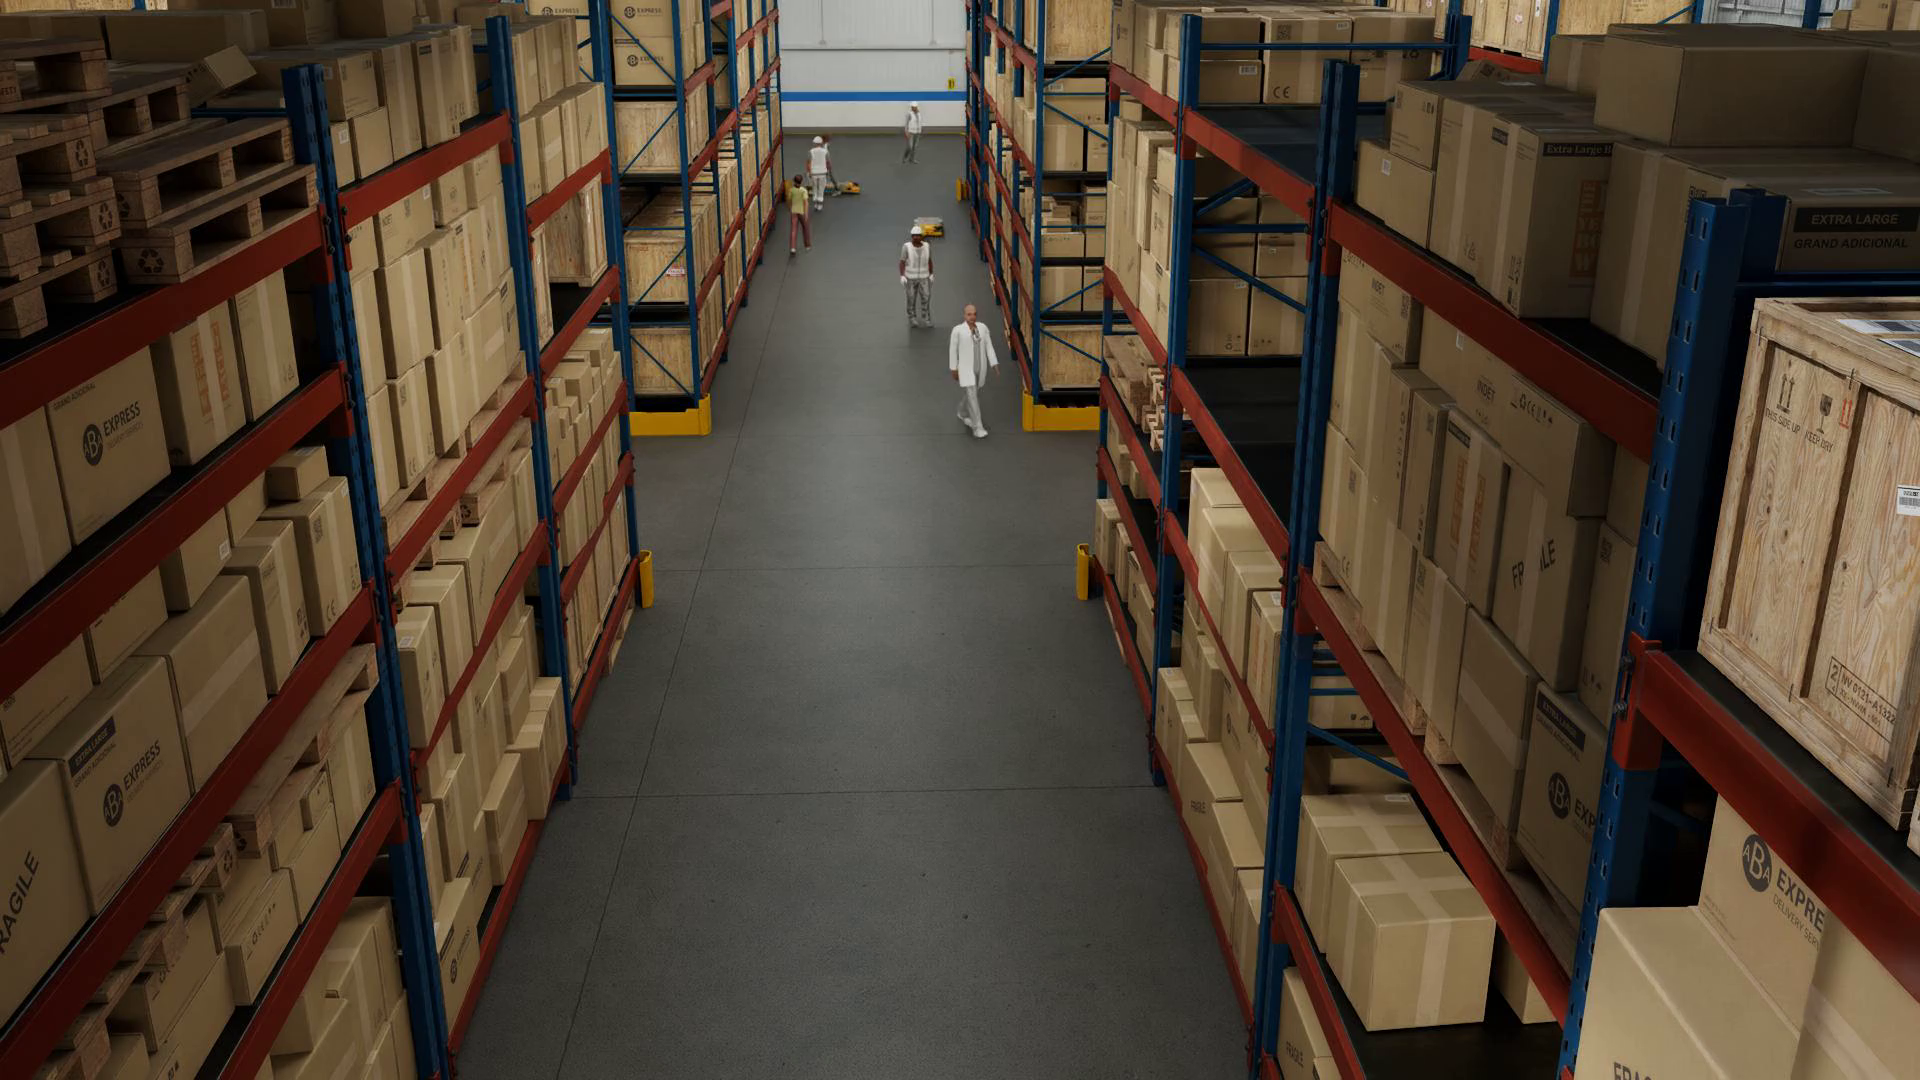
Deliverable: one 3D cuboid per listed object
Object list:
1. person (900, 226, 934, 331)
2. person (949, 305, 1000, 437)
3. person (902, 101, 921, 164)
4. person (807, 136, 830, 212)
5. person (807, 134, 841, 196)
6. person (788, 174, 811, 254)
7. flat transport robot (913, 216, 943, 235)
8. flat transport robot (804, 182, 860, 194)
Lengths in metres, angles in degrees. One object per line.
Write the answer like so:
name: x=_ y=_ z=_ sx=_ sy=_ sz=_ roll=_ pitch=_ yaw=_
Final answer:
person: x=-0.717 y=-4.473 z=28.421 sx=0.635 sy=1.754 sz=0.900 roll=-5 pitch=21 yaw=-12
person: x=0.198 y=-2.339 z=22.753 sx=0.590 sy=1.749 sz=1.068 roll=-11 pitch=23 yaw=-27
person: x=-1.374 y=-11.746 z=47.919 sx=0.590 sy=1.764 sz=0.498 roll=-18 pitch=27 yaw=-40
person: x=-3.387 y=-8.837 z=40.092 sx=0.537 sy=1.782 sz=0.630 roll=1 pitch=20 yaw=3
person: x=-3.479 y=-9.566 z=42.376 sx=0.883 sy=1.560 sz=0.478 roll=3 pitch=21 yaw=8
person: x=-3.399 y=-6.907 z=35.145 sx=0.476 sy=1.625 sz=1.034 roll=2 pitch=21 yaw=6
flat transport robot: x=-0.722 y=-7.139 z=37.821 sx=0.659 sy=0.231 sz=1.431 roll=0 pitch=20 yaw=0
flat transport robot: x=-3.332 y=-9.121 z=43.149 sx=1.431 sy=0.243 sz=0.659 roll=-2 pitch=21 yaw=-6
